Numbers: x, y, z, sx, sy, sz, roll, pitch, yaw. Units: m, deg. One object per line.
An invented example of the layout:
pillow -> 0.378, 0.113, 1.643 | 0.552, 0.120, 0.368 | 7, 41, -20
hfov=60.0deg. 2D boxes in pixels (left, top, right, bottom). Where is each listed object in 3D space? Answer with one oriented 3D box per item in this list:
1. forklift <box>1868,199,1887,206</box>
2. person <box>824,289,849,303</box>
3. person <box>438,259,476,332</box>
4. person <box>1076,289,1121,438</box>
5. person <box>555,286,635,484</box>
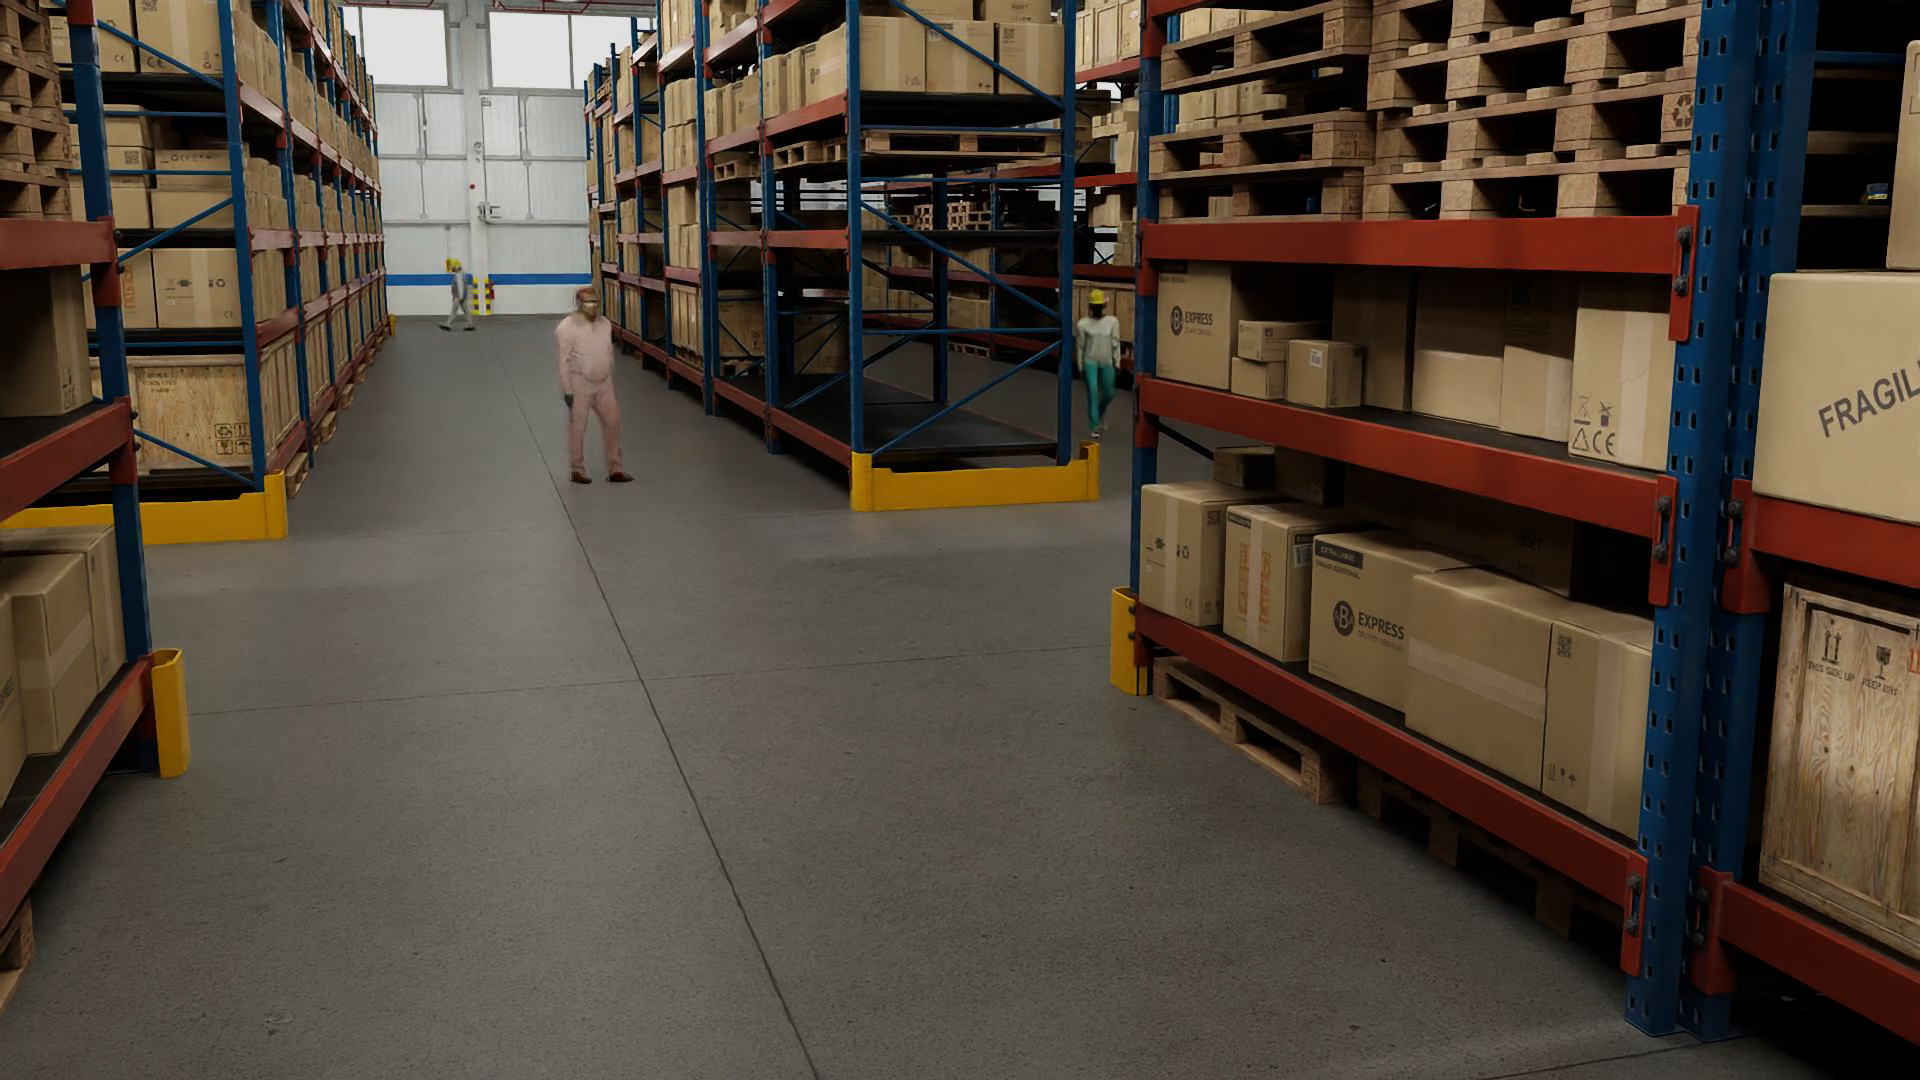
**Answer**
forklift -> 11.338, -2.915, 21.052 | 1.129, 2.768, 1.873 | -3, 11, -17
person -> -2.997, -5.978, 40.618 | 0.652, 1.875, 0.927 | -3, 11, -17
person -> -12.534, -6.077, 41.369 | 0.913, 1.781, 0.608 | -2, 10, -9
person -> 1.626, -2.077, 19.552 | 0.540, 1.747, 0.411 | -2, 10, -9
person -> -3.447, -1.446, 15.741 | 0.833, 1.874, 0.686 | 9, 14, 41
